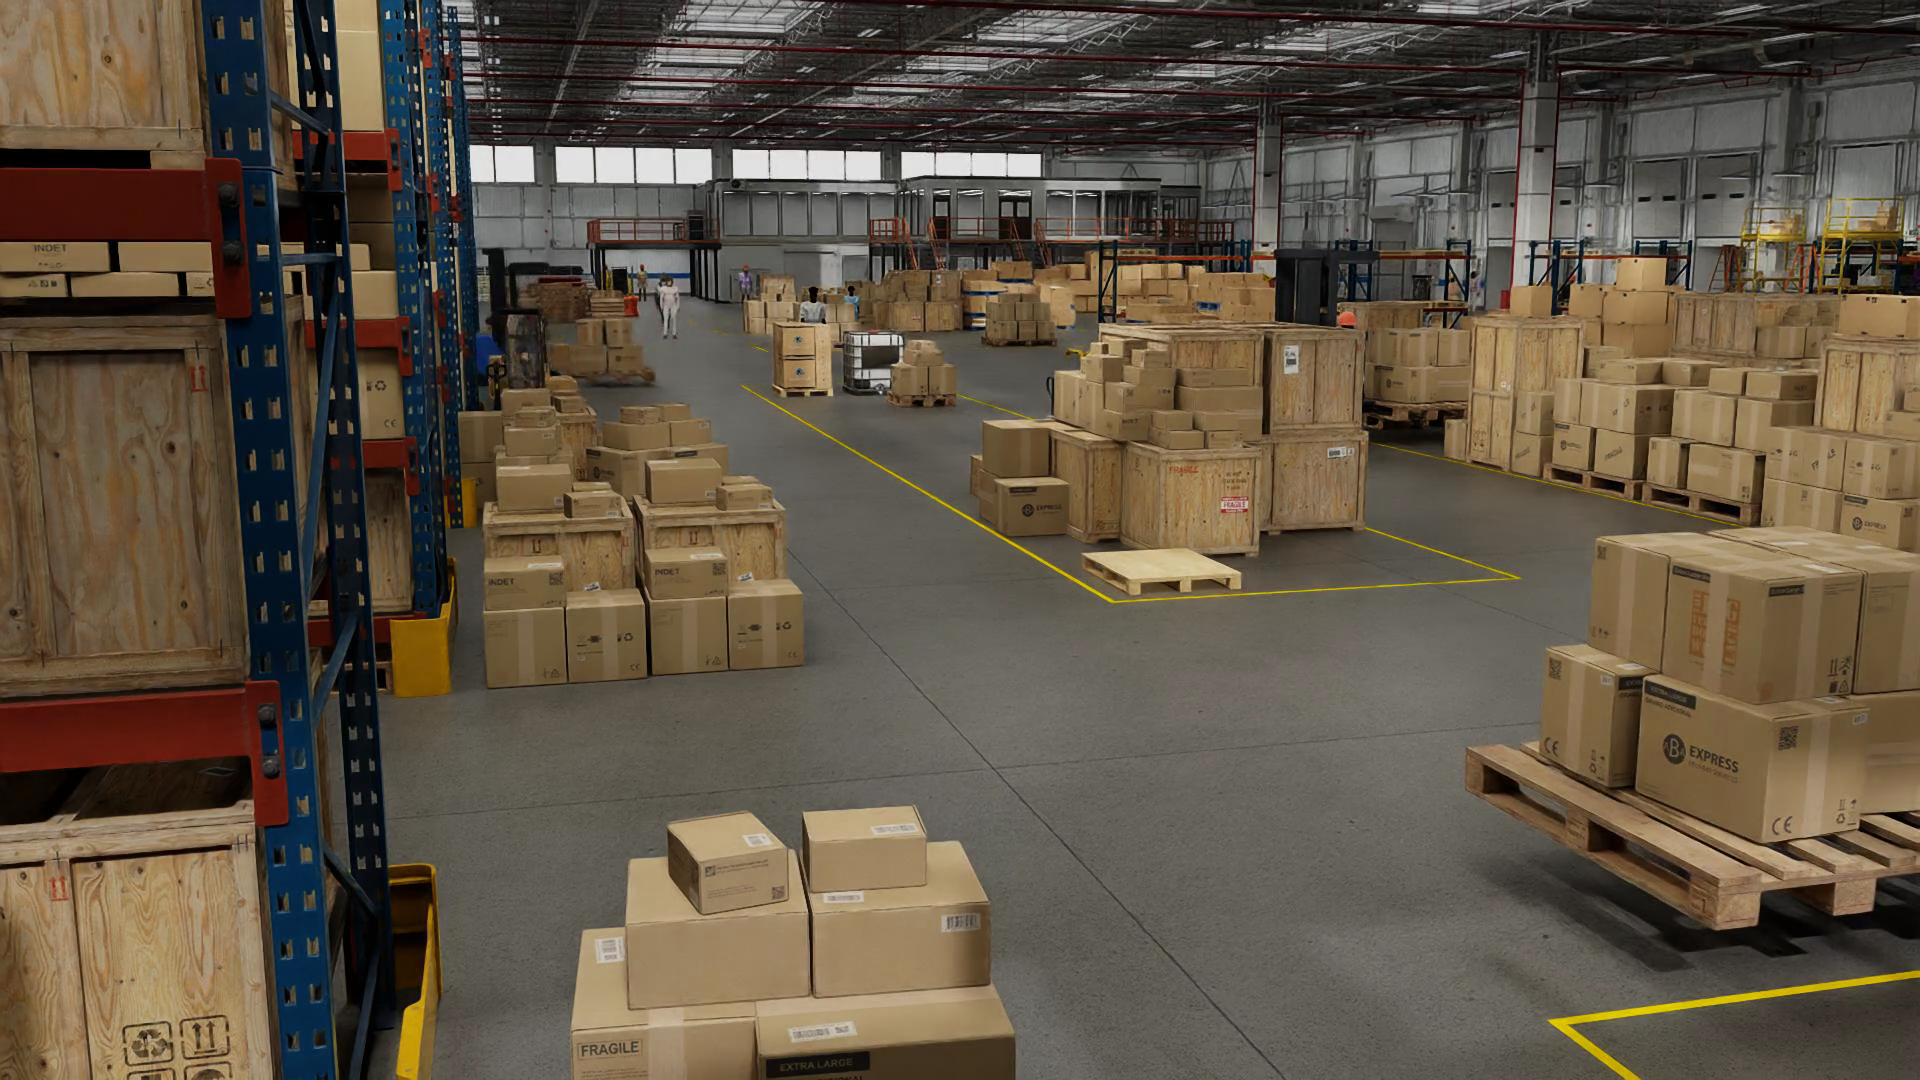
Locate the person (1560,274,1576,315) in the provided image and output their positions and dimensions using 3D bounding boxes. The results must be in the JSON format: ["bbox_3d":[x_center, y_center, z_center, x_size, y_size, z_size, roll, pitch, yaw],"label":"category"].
[{"bbox_3d":[19.479,-7.496,53.157,0.611,1.985,0.393,-3,10,-14],"label":"person"}]

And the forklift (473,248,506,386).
[{"bbox_3d":[-9.404,-4.533,33.843,1.873,2.768,1.129,-3,10,-15],"label":"forklift"}]

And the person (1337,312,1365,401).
[{"bbox_3d":[5.151,-2.057,22.325,0.611,1.996,0.378,-3,10,-14],"label":"person"}]

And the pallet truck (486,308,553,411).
[{"bbox_3d":[-6.242,-2.418,24.362,0.823,1.965,1.885,1,10,3],"label":"pallet truck"}]

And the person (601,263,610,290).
[{"bbox_3d":[-19.861,-14.580,93.428,0.585,1.929,0.370,-3,10,-14],"label":"person"}]

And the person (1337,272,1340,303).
[{"bbox_3d":[19.200,-13.091,85.000,0.542,1.927,0.374,-3,10,-14],"label":"person"}]

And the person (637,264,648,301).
[{"bbox_3d":[-16.670,-13.497,87.301,0.542,1.927,0.374,-3,10,-14],"label":"person"}]

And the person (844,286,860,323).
[{"bbox_3d":[-3.255,-6.757,49.785,0.531,1.698,0.320,-3,10,-14],"label":"person"}]

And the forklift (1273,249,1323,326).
[{"bbox_3d":[4.855,-2.824,24.162,1.873,2.768,1.129,-3,10,-15],"label":"forklift"}]

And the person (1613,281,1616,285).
[{"bbox_3d":[19.180,-6.648,48.676,0.521,1.874,0.328,-3,10,-14],"label":"person"}]

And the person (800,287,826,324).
[{"bbox_3d":[-3.344,-4.793,37.923,0.603,1.958,0.381,-3,10,-14],"label":"person"}]

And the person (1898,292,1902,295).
[{"bbox_3d":[23.339,-5.322,41.528,0.484,1.745,0.297,-3,10,-14],"label":"person"}]

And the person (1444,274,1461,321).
[{"bbox_3d":[17.722,-8.649,59.916,0.591,1.903,0.833,4,11,22],"label":"person"}]

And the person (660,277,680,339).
[{"bbox_3d":[-9.022,-7.219,51.735,0.627,1.934,0.371,-3,10,-14],"label":"person"}]

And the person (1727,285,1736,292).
[{"bbox_3d":[21.458,-6.205,46.375,0.517,1.811,0.930,2,10,11],"label":"person"}]

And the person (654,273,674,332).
[{"bbox_3d":[-9.918,-8.023,55.982,0.686,2.000,1.061,0,10,2],"label":"person"}]

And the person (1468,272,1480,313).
[{"bbox_3d":[22.037,-10.637,71.507,0.639,1.792,0.969,6,12,31],"label":"person"}]

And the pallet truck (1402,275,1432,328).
[{"bbox_3d":[14.620,-7.324,52.145,0.823,1.965,1.885,8,13,40],"label":"pallet truck"}]

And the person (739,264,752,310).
[{"bbox_3d":[-9.735,-11.496,75.633,0.605,2.045,0.378,-3,10,-14],"label":"person"}]
